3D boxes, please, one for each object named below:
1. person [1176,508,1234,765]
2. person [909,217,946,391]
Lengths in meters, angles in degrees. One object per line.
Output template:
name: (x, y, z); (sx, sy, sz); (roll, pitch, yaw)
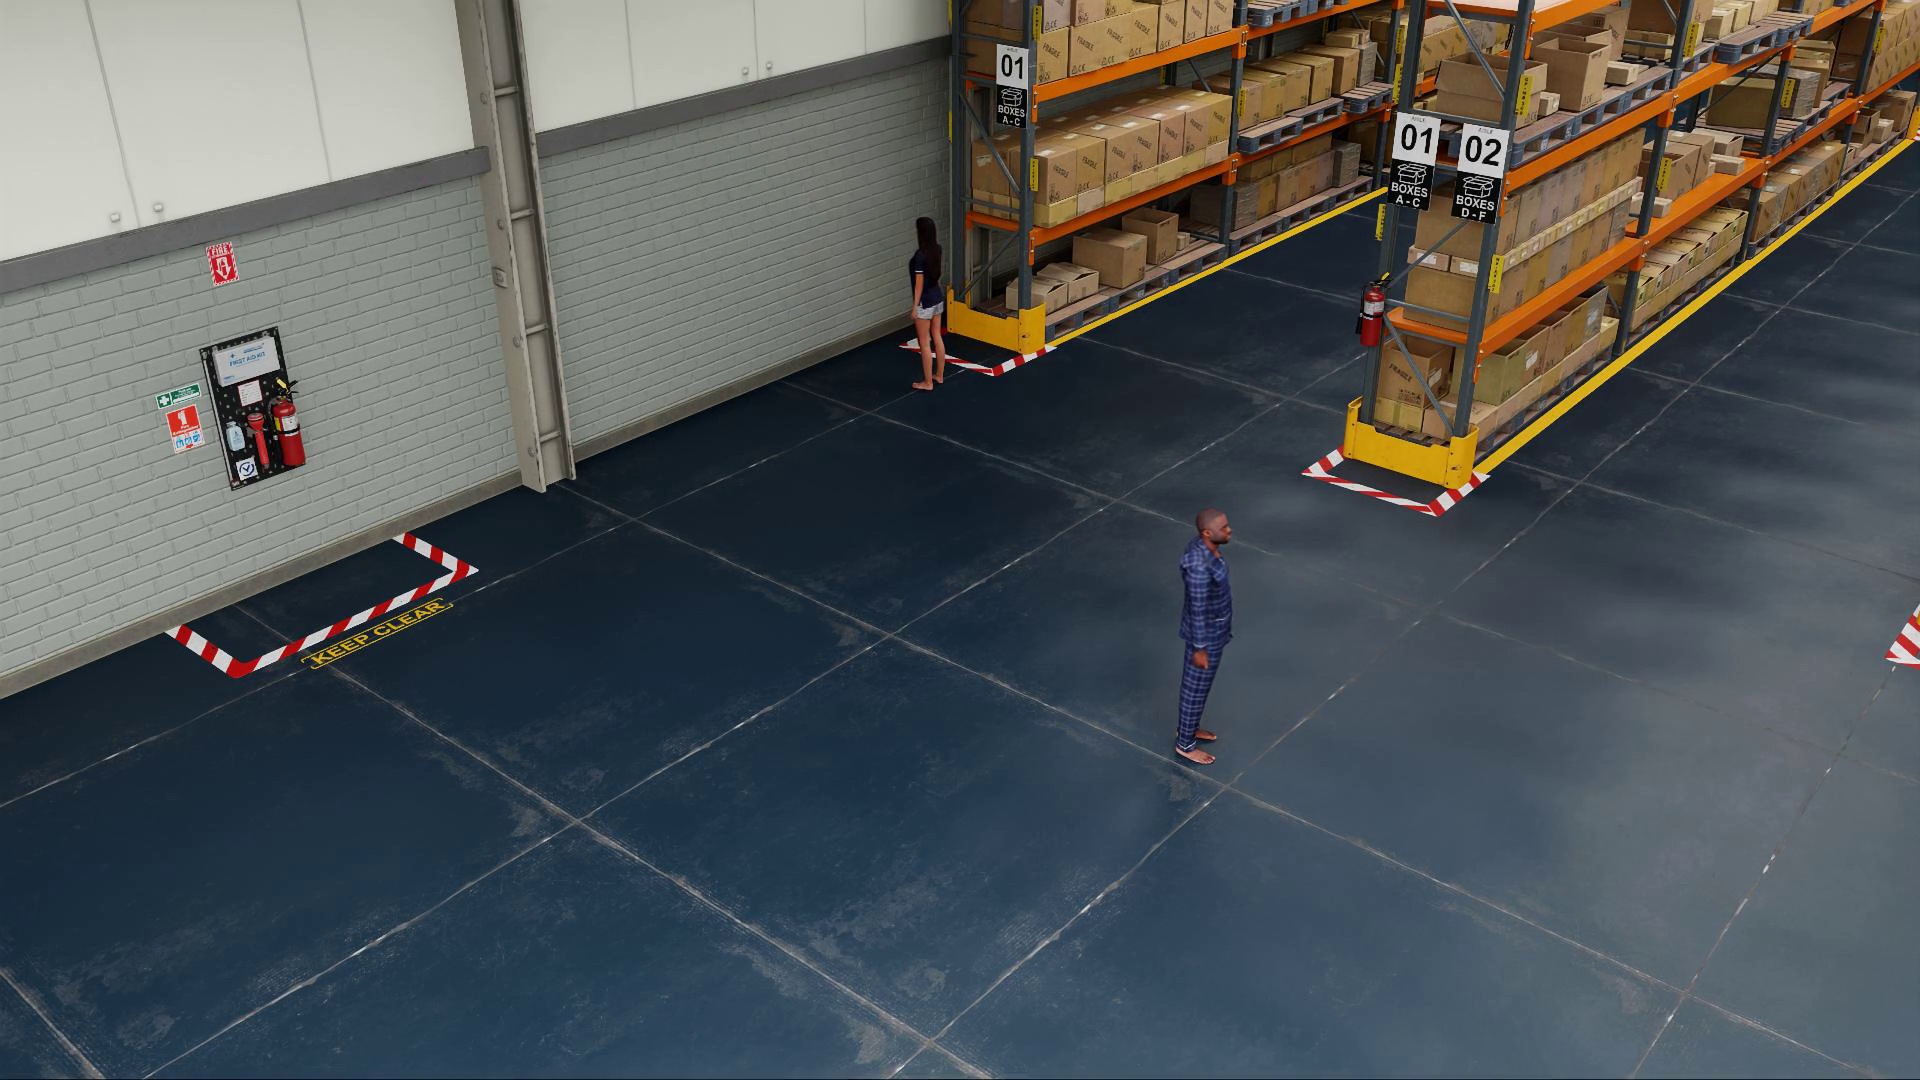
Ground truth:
person: (1.604, 0.603, 10.999); (0.832, 1.824, 0.716); (6, 29, 11)
person: (-0.323, -2.365, 16.635); (0.654, 1.764, 0.477); (19, 33, 31)
